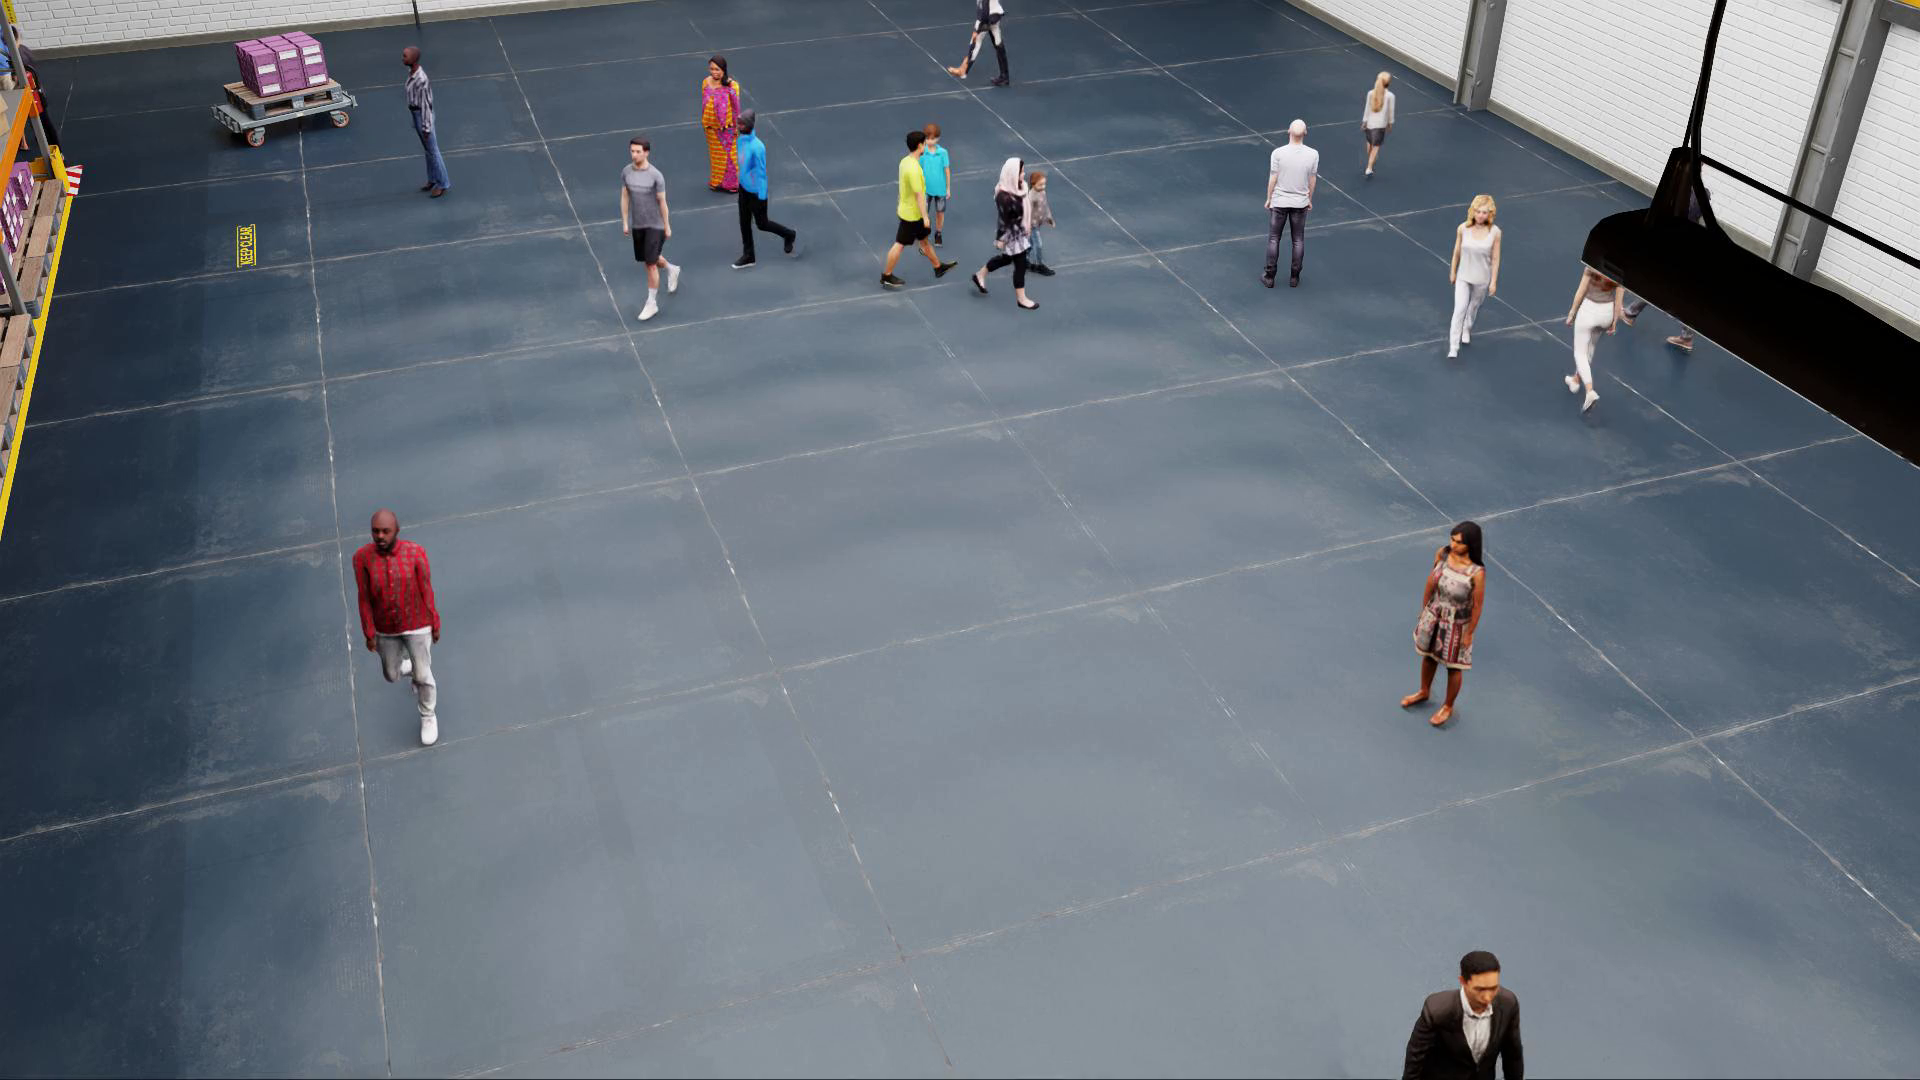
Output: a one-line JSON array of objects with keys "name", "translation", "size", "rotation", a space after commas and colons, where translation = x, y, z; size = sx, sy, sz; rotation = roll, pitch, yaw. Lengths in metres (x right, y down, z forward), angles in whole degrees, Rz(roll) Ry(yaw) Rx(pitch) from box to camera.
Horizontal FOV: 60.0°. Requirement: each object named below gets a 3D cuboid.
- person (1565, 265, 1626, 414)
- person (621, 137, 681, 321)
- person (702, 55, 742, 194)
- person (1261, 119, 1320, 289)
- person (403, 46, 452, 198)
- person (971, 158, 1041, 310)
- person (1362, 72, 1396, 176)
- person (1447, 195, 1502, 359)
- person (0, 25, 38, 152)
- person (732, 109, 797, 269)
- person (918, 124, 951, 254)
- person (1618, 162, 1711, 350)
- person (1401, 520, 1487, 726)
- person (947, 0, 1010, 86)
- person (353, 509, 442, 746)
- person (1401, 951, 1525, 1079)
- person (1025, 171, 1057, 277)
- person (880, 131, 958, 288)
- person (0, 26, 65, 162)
[{"name": "person", "translation": [5.913, -2.011, 15.457], "size": [0.799, 1.699, 1.128], "rotation": [-2, 34, -2]}, {"name": "person", "translation": [-3.178, -3.300, 17.266], "size": [1.154, 1.841, 1.219], "rotation": [14, 36, 20]}, {"name": "person", "translation": [-2.861, -5.024, 20.006], "size": [0.777, 1.681, 0.833], "rotation": [12, 36, 18]}, {"name": "person", "translation": [3.500, -3.579, 17.695], "size": [0.737, 1.832, 0.698], "rotation": [0, 34, 0]}, {"name": "person", "translation": [-6.403, -5.013, 19.885], "size": [0.727, 1.796, 0.540], "rotation": [-20, 38, -27]}, {"name": "person", "translation": [0.456, -3.211, 17.354], "size": [1.088, 1.597, 1.059], "rotation": [13, 36, 19]}, {"name": "person", "translation": [5.140, -5.121, 20.543], "size": [0.888, 1.247, 0.910], "rotation": [18, 37, 24]}, {"name": "person", "translation": [5.106, -2.640, 16.468], "size": [1.019, 1.627, 1.142], "rotation": [10, 35, 15]}, {"name": "person", "translation": [-12.108, -5.928, 21.201], "size": [0.770, 1.864, 0.737], "rotation": [19, 38, 26]}, {"name": "person", "translation": [-2.173, -3.830, 18.123], "size": [0.896, 1.776, 1.027], "rotation": [-24, 41, -32]}, {"name": "person", "translation": [-0.287, -3.990, 18.676], "size": [0.719, 1.430, 0.875], "rotation": [1, 34, 2]}, {"name": "person", "translation": [7.172, -2.805, 16.482], "size": [0.713, 1.885, 1.219], "rotation": [-13, 36, -19]}, {"name": "person", "translation": [3.435, 0.556, 11.644], "size": [0.767, 1.645, 0.573], "rotation": [-22, 40, -30]}, {"name": "person", "translation": [0.489, -7.264, 23.223], "size": [1.237, 1.850, 1.178], "rotation": [14, 36, 20]}, {"name": "person", "translation": [-3.861, 0.528, 11.541], "size": [0.789, 1.805, 0.977], "rotation": [-4, 34, -5]}, {"name": "person", "translation": [2.458, 2.656, 8.377], "size": [0.790, 1.764, 1.126], "rotation": [-8, 34, -11]}, {"name": "person", "translation": [0.762, -3.472, 18.131], "size": [0.746, 1.172, 0.678], "rotation": [16, 37, 23]}, {"name": "person", "translation": [-0.602, -3.472, 17.706], "size": [0.876, 1.643, 1.100], "rotation": [-4, 34, -6]}, {"name": "person", "translation": [-11.530, -5.505, 20.657], "size": [0.757, 1.761, 0.559], "rotation": [-5, 34, -7]}]
